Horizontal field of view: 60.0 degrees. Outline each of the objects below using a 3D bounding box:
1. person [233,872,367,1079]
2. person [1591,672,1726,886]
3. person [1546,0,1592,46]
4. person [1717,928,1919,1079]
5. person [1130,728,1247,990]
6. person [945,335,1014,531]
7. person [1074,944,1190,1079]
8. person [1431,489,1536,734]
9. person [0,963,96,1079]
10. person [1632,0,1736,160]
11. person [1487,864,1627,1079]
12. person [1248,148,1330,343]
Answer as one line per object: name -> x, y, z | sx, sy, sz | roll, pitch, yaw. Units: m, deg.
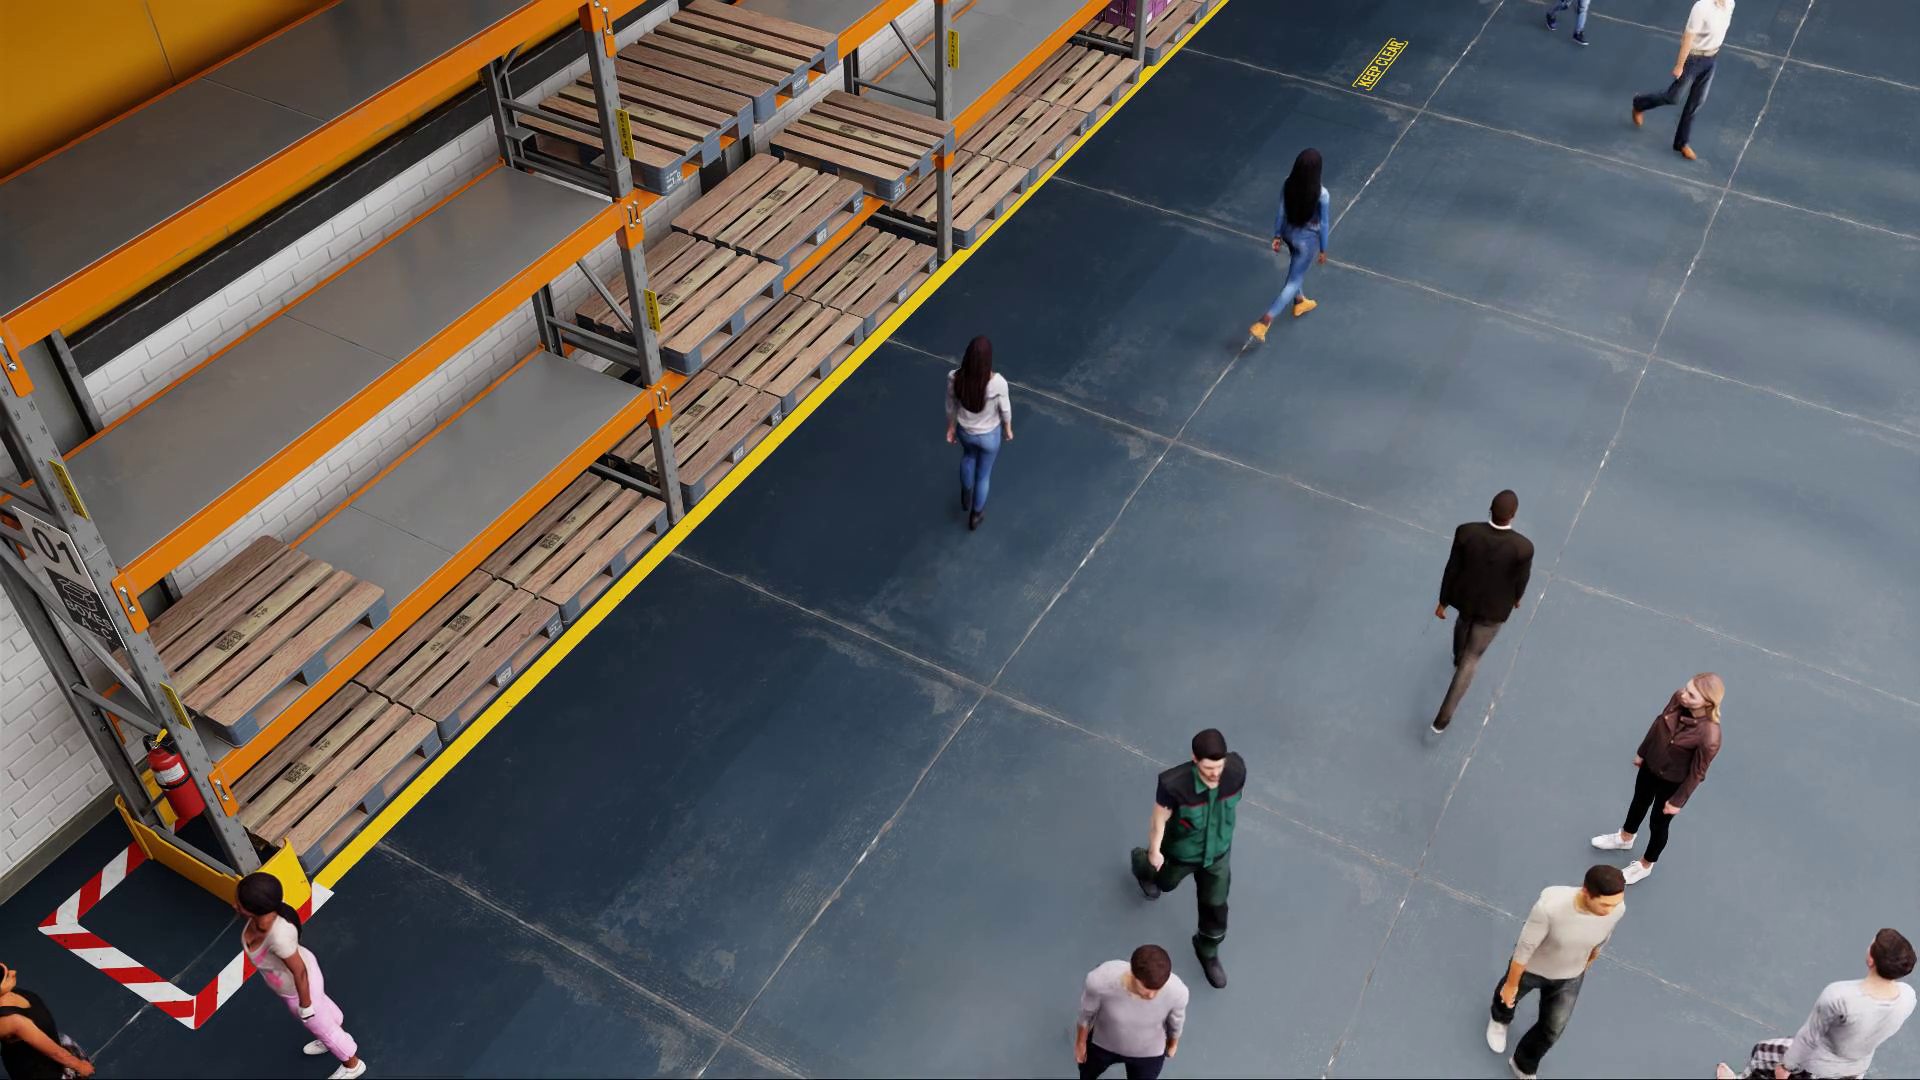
person -> -3.445, 2.283, 8.649 | 0.655, 1.742, 0.656 | -24, 49, -23
person -> 4.107, 1.358, 9.646 | 0.728, 1.705, 0.657 | -9, 44, -9
person -> 6.549, -5.943, 17.641 | 0.851, 1.250, 0.875 | -14, 45, -15
person -> 4.326, 2.633, 8.220 | 0.947, 1.826, 1.065 | -1, 44, -2
person -> 1.254, 1.613, 9.264 | 1.226, 1.864, 1.240 | -15, 46, -15
person -> 0.111, -0.703, 11.875 | 0.652, 1.615, 0.637 | 15, 46, 15
person -> 0.855, 2.460, 8.408 | 0.823, 1.818, 0.967 | 11, 45, 11
person -> 3.278, 0.470, 10.542 | 0.695, 1.757, 1.228 | 24, 49, 23
person -> -4.688, 2.651, 8.329 | 0.672, 1.651, 0.658 | -32, 52, -29
person -> 6.929, -4.606, 15.813 | 1.154, 1.834, 1.109 | -19, 47, -19
person -> 3.083, 2.142, 8.771 | 0.858, 1.777, 0.950 | 6, 44, 7
person -> 2.722, -2.373, 13.584 | 1.240, 1.676, 0.861 | -32, 52, -29
